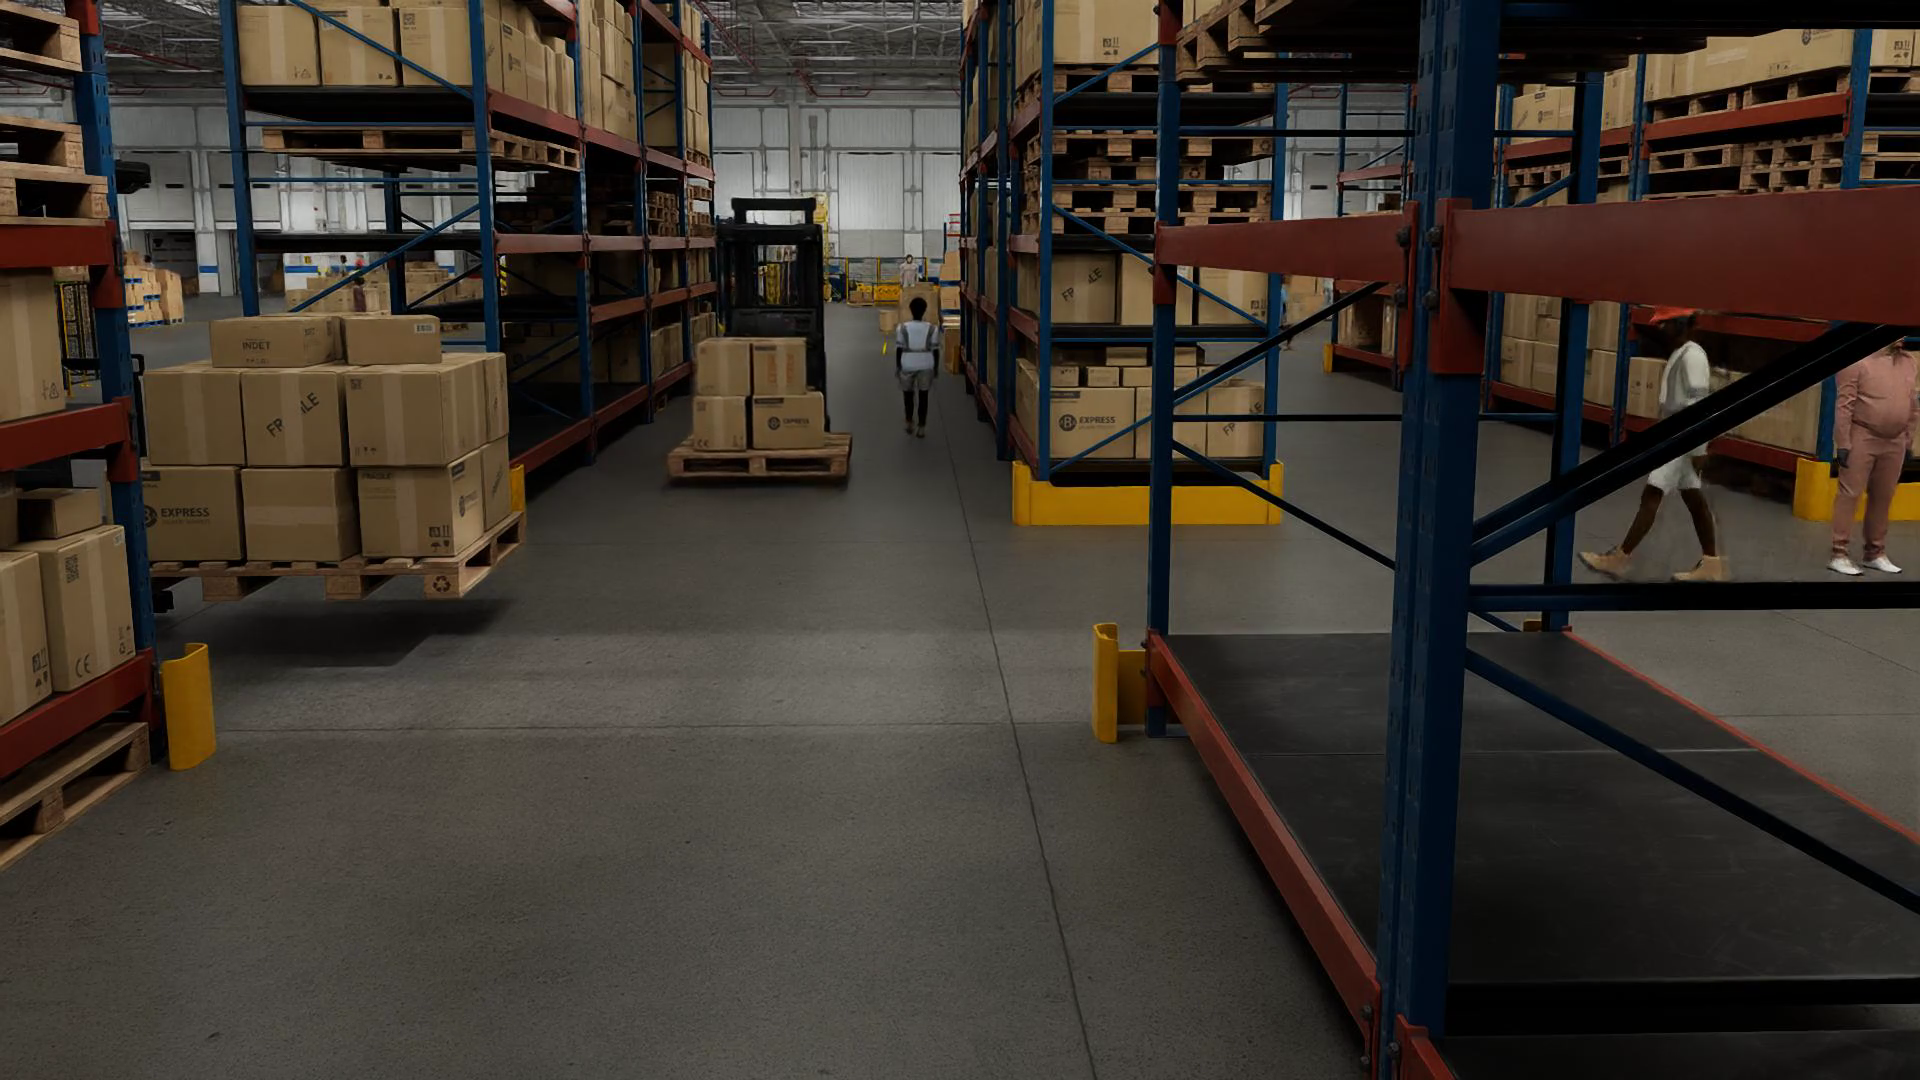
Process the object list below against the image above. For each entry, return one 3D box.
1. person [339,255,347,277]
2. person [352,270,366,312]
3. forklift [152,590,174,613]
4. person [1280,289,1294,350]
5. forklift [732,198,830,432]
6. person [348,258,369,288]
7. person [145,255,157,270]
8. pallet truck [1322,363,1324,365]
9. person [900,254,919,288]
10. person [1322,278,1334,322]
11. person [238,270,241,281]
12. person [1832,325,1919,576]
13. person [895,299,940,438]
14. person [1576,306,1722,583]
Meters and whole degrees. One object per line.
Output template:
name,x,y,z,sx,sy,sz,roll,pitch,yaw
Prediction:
person,-23.747,-10.030,63.924,0.888,1.840,0.525,-3,11,-16
person,-12.402,-4.697,34.396,0.316,1.767,0.522,-4,11,-20
forklift,-5.858,-0.811,9.639,1.873,2.768,1.129,-1,10,-3
person,6.849,-4.882,35.759,0.884,1.647,0.545,-2,10,-12
forklift,-2.062,-2.446,18.747,1.129,2.768,1.873,0,10,-2
person,-16.748,-6.874,46.225,1.020,1.878,0.590,8,13,38
person,-31.915,-10.320,65.631,0.932,1.799,0.627,5,11,26
pallet truck,7.712,-4.157,30.737,1.885,1.965,0.823,3,11,16
person,-1.675,-8.502,55.108,0.637,1.937,0.357,-1,10,-5
person,10.866,-7.354,48.717,0.354,1.936,0.635,-7,12,-34
person,-28.418,-10.487,66.254,0.582,1.911,0.614,2,10,11
person,6.469,-0.685,11.708,0.644,1.895,0.440,-2,10,-10
person,-0.514,-2.087,20.138,0.551,1.649,0.876,-1,10,-3
person,4.780,-0.677,11.371,1.020,1.989,0.620,3,11,18
